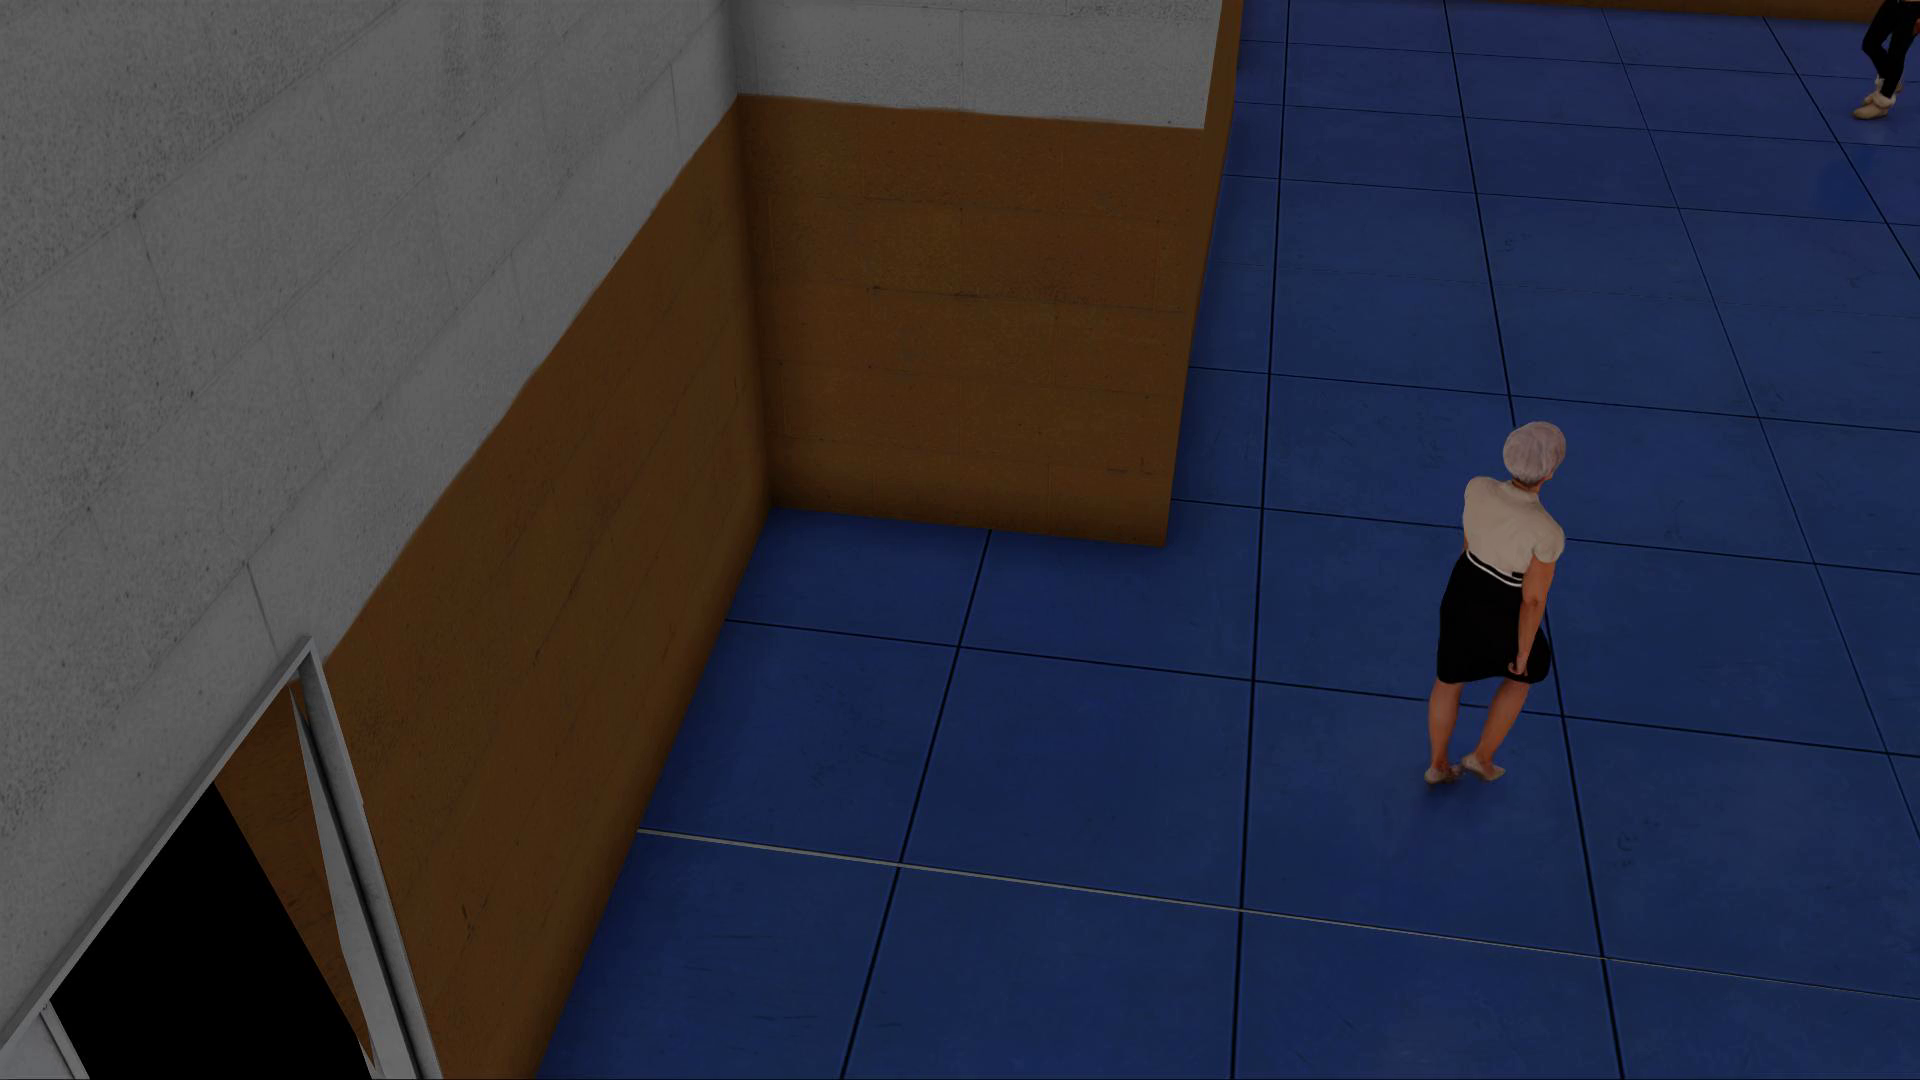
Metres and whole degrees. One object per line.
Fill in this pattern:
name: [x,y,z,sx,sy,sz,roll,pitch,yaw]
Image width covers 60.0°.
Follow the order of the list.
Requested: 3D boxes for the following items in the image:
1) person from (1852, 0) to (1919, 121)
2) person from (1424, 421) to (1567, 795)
person: [6.914,-3.853,12.010,0.749,1.651,0.720,-6,37,-8]
person: [1.962,0.332,6.358,0.855,1.742,0.793,-25,44,-29]
